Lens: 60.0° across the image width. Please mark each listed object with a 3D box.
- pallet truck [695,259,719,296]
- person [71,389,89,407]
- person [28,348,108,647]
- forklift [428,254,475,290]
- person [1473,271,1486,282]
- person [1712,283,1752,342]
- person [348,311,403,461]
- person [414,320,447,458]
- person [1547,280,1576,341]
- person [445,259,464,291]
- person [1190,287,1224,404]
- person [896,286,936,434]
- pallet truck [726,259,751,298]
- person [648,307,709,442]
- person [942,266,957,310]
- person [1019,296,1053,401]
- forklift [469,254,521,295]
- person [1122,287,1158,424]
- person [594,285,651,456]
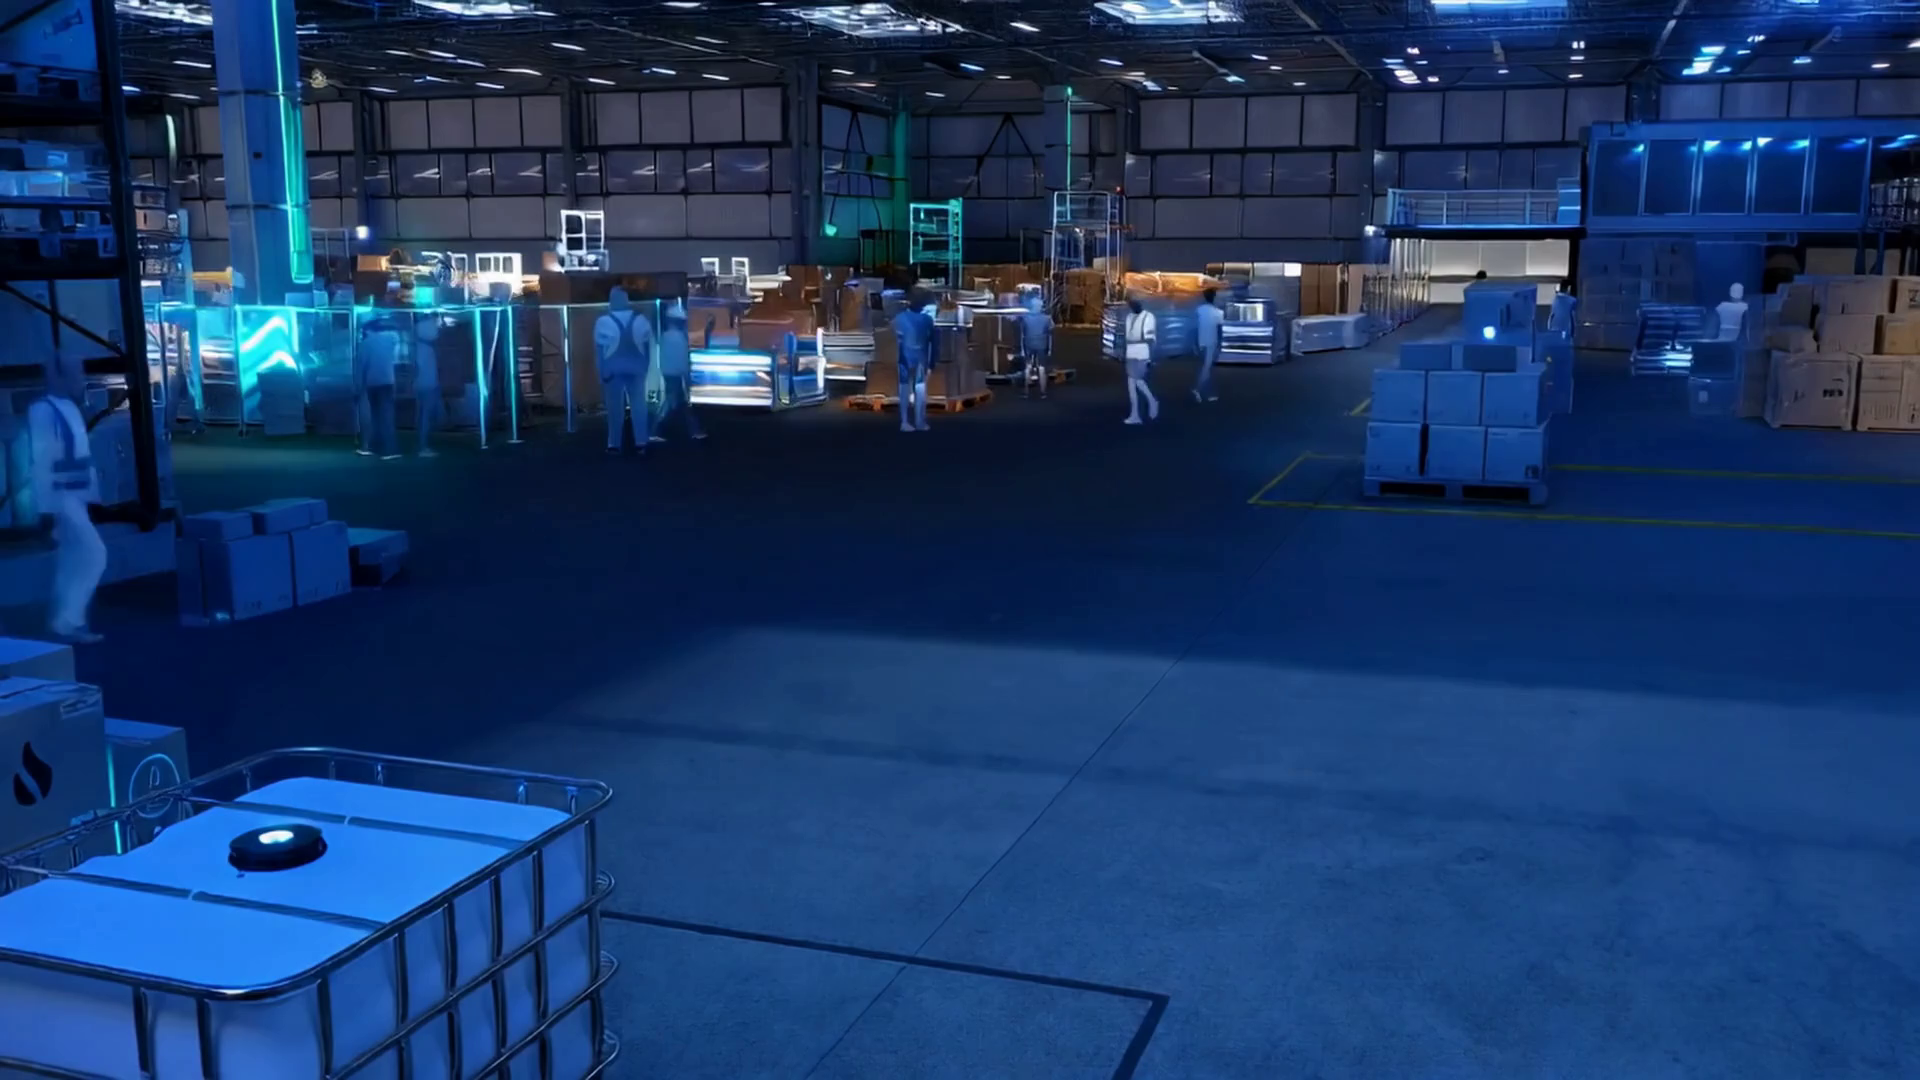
[{"bbox_3d":[-9.165,-9.627,62.776,0.823,1.965,1.885,4,11,23],"label":"pallet truck"},{"bbox_3d":[-10.717,-2.024,19.973,0.392,1.988,0.623,0,10,-3],"label":"person"},{"bbox_3d":[-5.467,-0.245,10.289,0.486,1.867,0.622,-2,10,-11],"label":"person"},{"bbox_3d":[-20.133,-10.254,65.465,1.157,1.987,2.680,3,11,19],"label":"forklift"},{"bbox_3d":[11.592,-5.037,37.137,0.388,1.930,0.540,4,11,21],"label":"person"},{"bbox_3d":[12.655,-3.239,27.147,0.958,1.873,0.594,-5,11,-28],"label":"person"},{"bbox_3d":[-6.860,-1.778,19.305,0.845,1.727,0.541,2,10,13],"label":"person"},{"bbox_3d":[-6.267,-1.774,19.590,0.397,1.619,0.571,-1,10,-7],"label":"person"},{"bbox_3d":[11.233,-3.928,31.084,0.503,1.862,0.329,1,10,4],"label":"person"},{"bbox_3d":[-16.633,-8.217,54.754,0.602,2.035,0.406,0,10,1],"label":"person"},{"bbox_3d":[3.909,-3.084,26.380,0.528,1.847,0.860,9,13,40],"label":"person"},{"bbox_3d":[-0.576,-2.405,22.187,0.614,1.963,0.362,-10,14,-43],"label":"person"},{"bbox_3d":[-7.986,-9.493,62.019,0.823,1.965,1.885,3,11,17],"label":"pallet truck"},{"bbox_3d":[-3.633,-2.107,21.205,0.898,1.724,0.540,-7,12,-34],"label":"person"},{"bbox_3d":[-0.382,-9.845,64.258,0.410,1.909,0.642,-9,13,-41],"label":"person"},{"bbox_3d":[1.219,-3.067,26.706,0.537,1.693,0.320,1,10,5],"label":"person"},{"bbox_3d":[-17.990,-10.121,64.684,1.157,1.987,2.680,3,11,17],"label":"forklift"},{"bbox_3d":[2.530,-2.590,23.358,0.499,1.918,0.560,-9,14,-43],"label":"person"},{"bbox_3d":[-4.051,-2.031,19.873,0.684,2.000,0.535,-6,12,-29],"label":"person"}]
